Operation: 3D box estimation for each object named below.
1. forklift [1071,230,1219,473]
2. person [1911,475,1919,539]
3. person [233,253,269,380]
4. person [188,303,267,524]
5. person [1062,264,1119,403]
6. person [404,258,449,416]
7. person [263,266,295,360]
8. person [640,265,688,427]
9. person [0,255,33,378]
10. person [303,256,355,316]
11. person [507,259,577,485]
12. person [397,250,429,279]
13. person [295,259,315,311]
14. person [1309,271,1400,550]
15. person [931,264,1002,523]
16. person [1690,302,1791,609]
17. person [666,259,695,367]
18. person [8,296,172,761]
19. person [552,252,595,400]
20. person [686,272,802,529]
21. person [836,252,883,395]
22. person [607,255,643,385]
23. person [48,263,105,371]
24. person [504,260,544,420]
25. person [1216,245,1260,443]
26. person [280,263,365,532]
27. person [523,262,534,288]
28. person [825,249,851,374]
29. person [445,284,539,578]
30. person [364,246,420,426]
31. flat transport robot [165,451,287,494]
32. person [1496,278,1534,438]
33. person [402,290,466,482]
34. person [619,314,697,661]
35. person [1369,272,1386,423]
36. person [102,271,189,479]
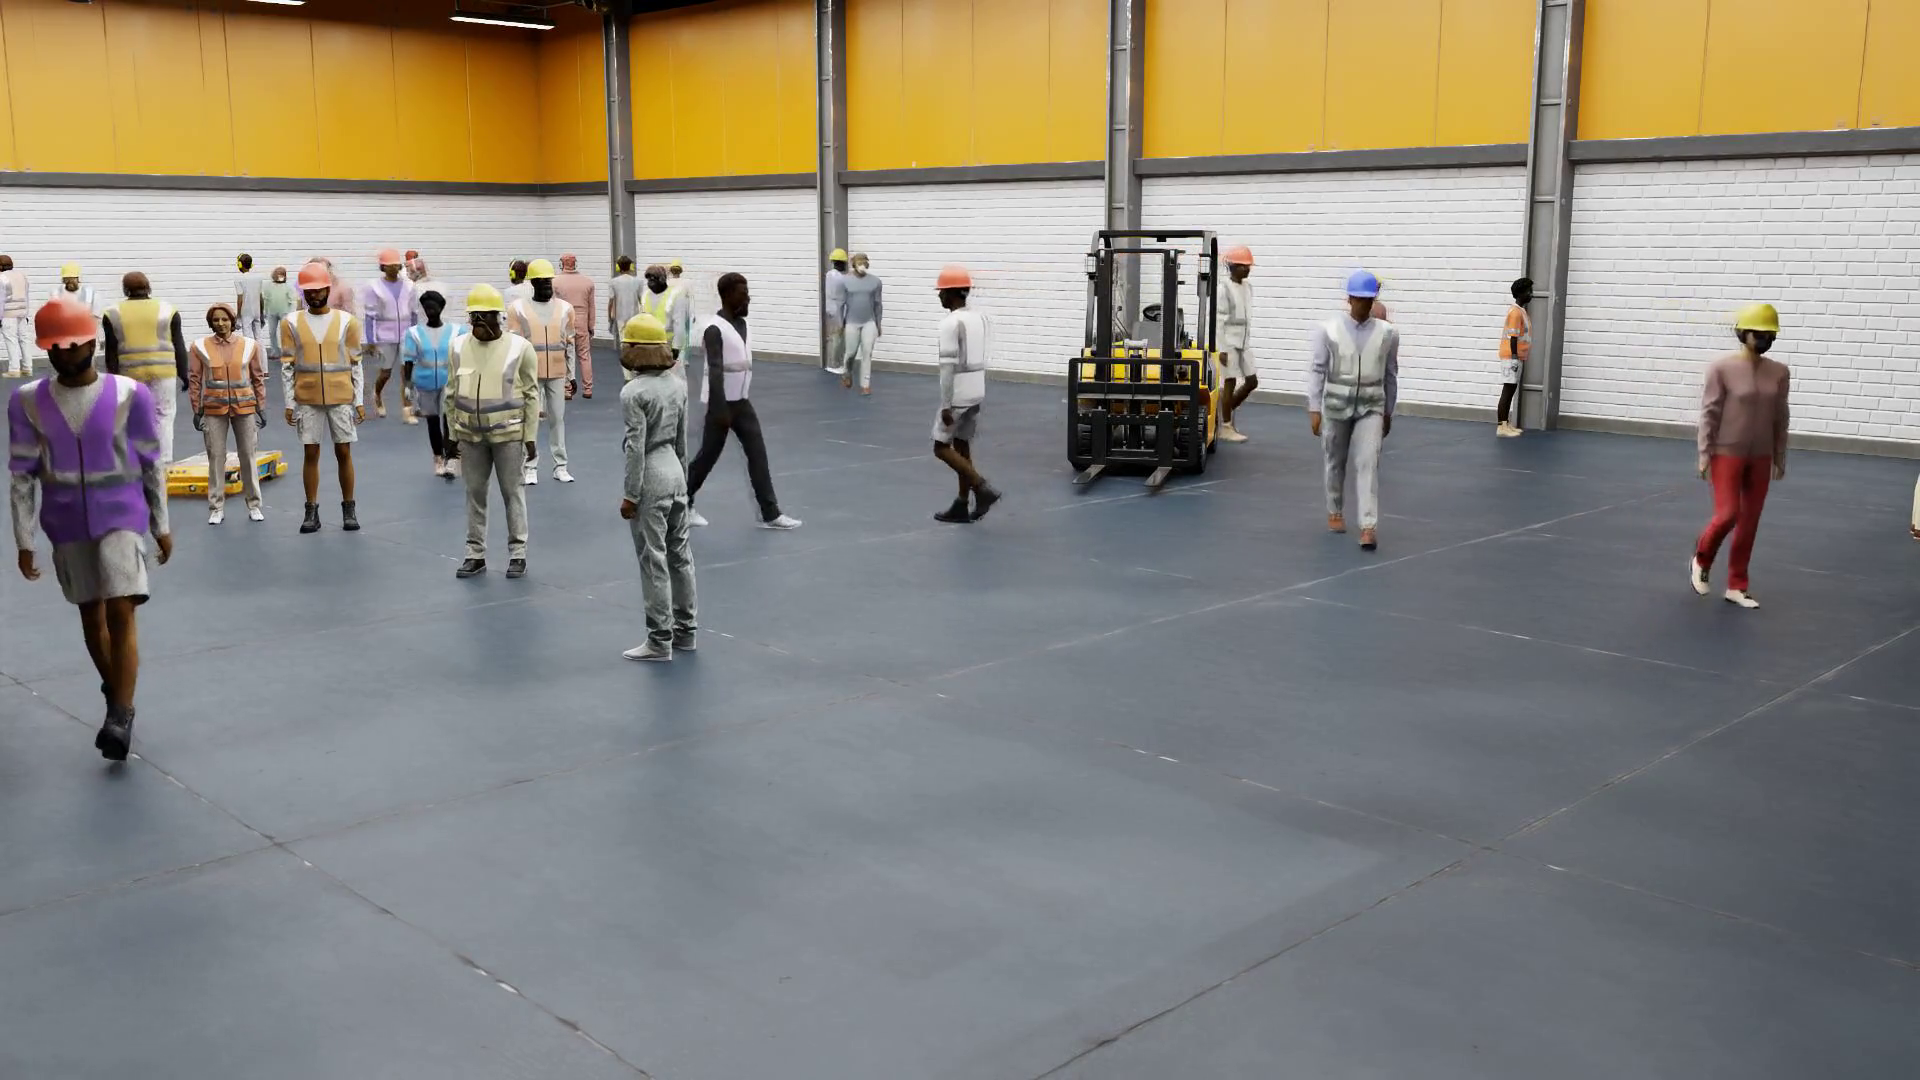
[{"bbox_3d":[1.804,-1.825,15.677,1.214,2.155,2.313,2,11,13],"label":"forklift"},{"bbox_3d":[6.910,-0.806,11.676,0.279,1.624,0.494,4,11,20],"label":"person"},{"bbox_3d":[-10.502,-3.294,24.584,0.310,1.866,0.533,5,11,24],"label":"person"},{"bbox_3d":[-5.429,-0.939,12.362,0.525,1.639,0.307,-5,12,-25],"label":"person"},{"bbox_3d":[1.887,-2.665,21.002,1.079,1.932,0.649,1,10,5],"label":"person"},{"bbox_3d":[-6.169,-2.349,19.426,0.747,1.869,0.646,6,12,31],"label":"person"},{"bbox_3d":[-11.569,-3.830,28.203,0.609,1.604,0.406,-1,10,-3],"label":"person"},{"bbox_3d":[-3.275,-2.074,18.112,0.643,1.801,0.881,4,11,23],"label":"person"},{"bbox_3d":[-14.281,-3.361,25.027,0.430,1.840,0.624,2,11,13],"label":"person"},{"bbox_3d":[-7.762,-2.564,20.567,0.660,1.886,0.642,2,11,9],"label":"person"},{"bbox_3d":[-3.583,-1.444,14.322,0.588,1.930,0.354,-6,12,-29],"label":"person"},{"bbox_3d":[-8.971,-3.816,27.379,0.573,1.885,0.356,0,10,-2],"label":"person"},{"bbox_3d":[-8.989,-3.046,23.400,0.593,1.801,0.934,-2,11,-10],"label":"person"},{"bbox_3d":[2.737,-0.919,11.588,0.619,1.897,1.023,1,10,6],"label":"person"},{"bbox_3d":[0.042,-1.052,12.202,0.552,1.921,0.551,7,12,32],"label":"person"},{"bbox_3d":[4.496,-0.484,9.540,0.542,1.755,0.381,-2,11,-9],"label":"person"},{"bbox_3d":[-4.517,-3.612,26.611,0.553,1.743,0.621,-2,11,-10],"label":"person"},{"bbox_3d":[-3.573,-0.041,6.810,0.557,1.876,0.991,-3,11,-16],"label":"person"},{"bbox_3d":[-5.069,-2.778,21.660,0.646,1.907,0.401,-7,13,-35],"label":"person"},{"bbox_3d":[-1.692,-1.002,12.094,1.013,1.880,0.602,4,11,20],"label":"person"},{"bbox_3d":[-1.363,-2.921,22.417,0.634,1.917,0.689,-3,11,-15],"label":"person"},{"bbox_3d":[-4.747,-3.122,23.685,0.556,1.848,0.590,-3,11,-17],"label":"person"},{"bbox_3d":[-11.057,-2.571,20.840,0.602,1.799,0.902,-6,12,-28],"label":"person"},{"bbox_3d":[-5.159,-2.321,19.340,0.876,1.832,0.568,7,13,35],"label":"person"},{"bbox_3d":[2.836,-2.010,17.129,0.618,2.025,0.426,-9,14,-42],"label":"person"},{"bbox_3d":[-4.575,-1.016,11.966,0.552,1.935,0.368,-3,11,-17],"label":"person"},{"bbox_3d":[-8.240,-4.508,31.878,0.524,1.627,0.327,0,10,1],"label":"person"},{"bbox_3d":[-1.940,-3.537,25.840,0.504,1.938,0.694,-3,11,-15],"label":"person"},{"bbox_3d":[-2.926,-0.673,10.375,0.586,1.835,0.404,1,10,4],"label":"person"},{"bbox_3d":[-6.450,-2.310,18.843,0.609,2.016,0.879,-8,13,-38],"label":"person"},{"bbox_3d":[-6.299,-0.591,14.197,0.652,0.197,1.431,-1,10,-5],"label":"flat transport robot"},{"bbox_3d":[5.887,-1.934,17.655,0.322,1.690,0.532,4,11,22],"label":"person"},{"bbox_3d":[-4.555,-1.336,14.466,0.547,1.646,0.863,-2,11,-11],"label":"person"},{"bbox_3d":[-1.554,-0.263,8.391,0.319,1.742,0.492,5,11,25],"label":"person"},{"bbox_3d":[4.282,-1.923,17.418,0.534,1.752,0.418,-9,14,-39],"label":"person"},{"bbox_3d":[-7.102,-1.436,14.569,0.637,1.822,0.448,-3,11,-18],"label":"person"}]
